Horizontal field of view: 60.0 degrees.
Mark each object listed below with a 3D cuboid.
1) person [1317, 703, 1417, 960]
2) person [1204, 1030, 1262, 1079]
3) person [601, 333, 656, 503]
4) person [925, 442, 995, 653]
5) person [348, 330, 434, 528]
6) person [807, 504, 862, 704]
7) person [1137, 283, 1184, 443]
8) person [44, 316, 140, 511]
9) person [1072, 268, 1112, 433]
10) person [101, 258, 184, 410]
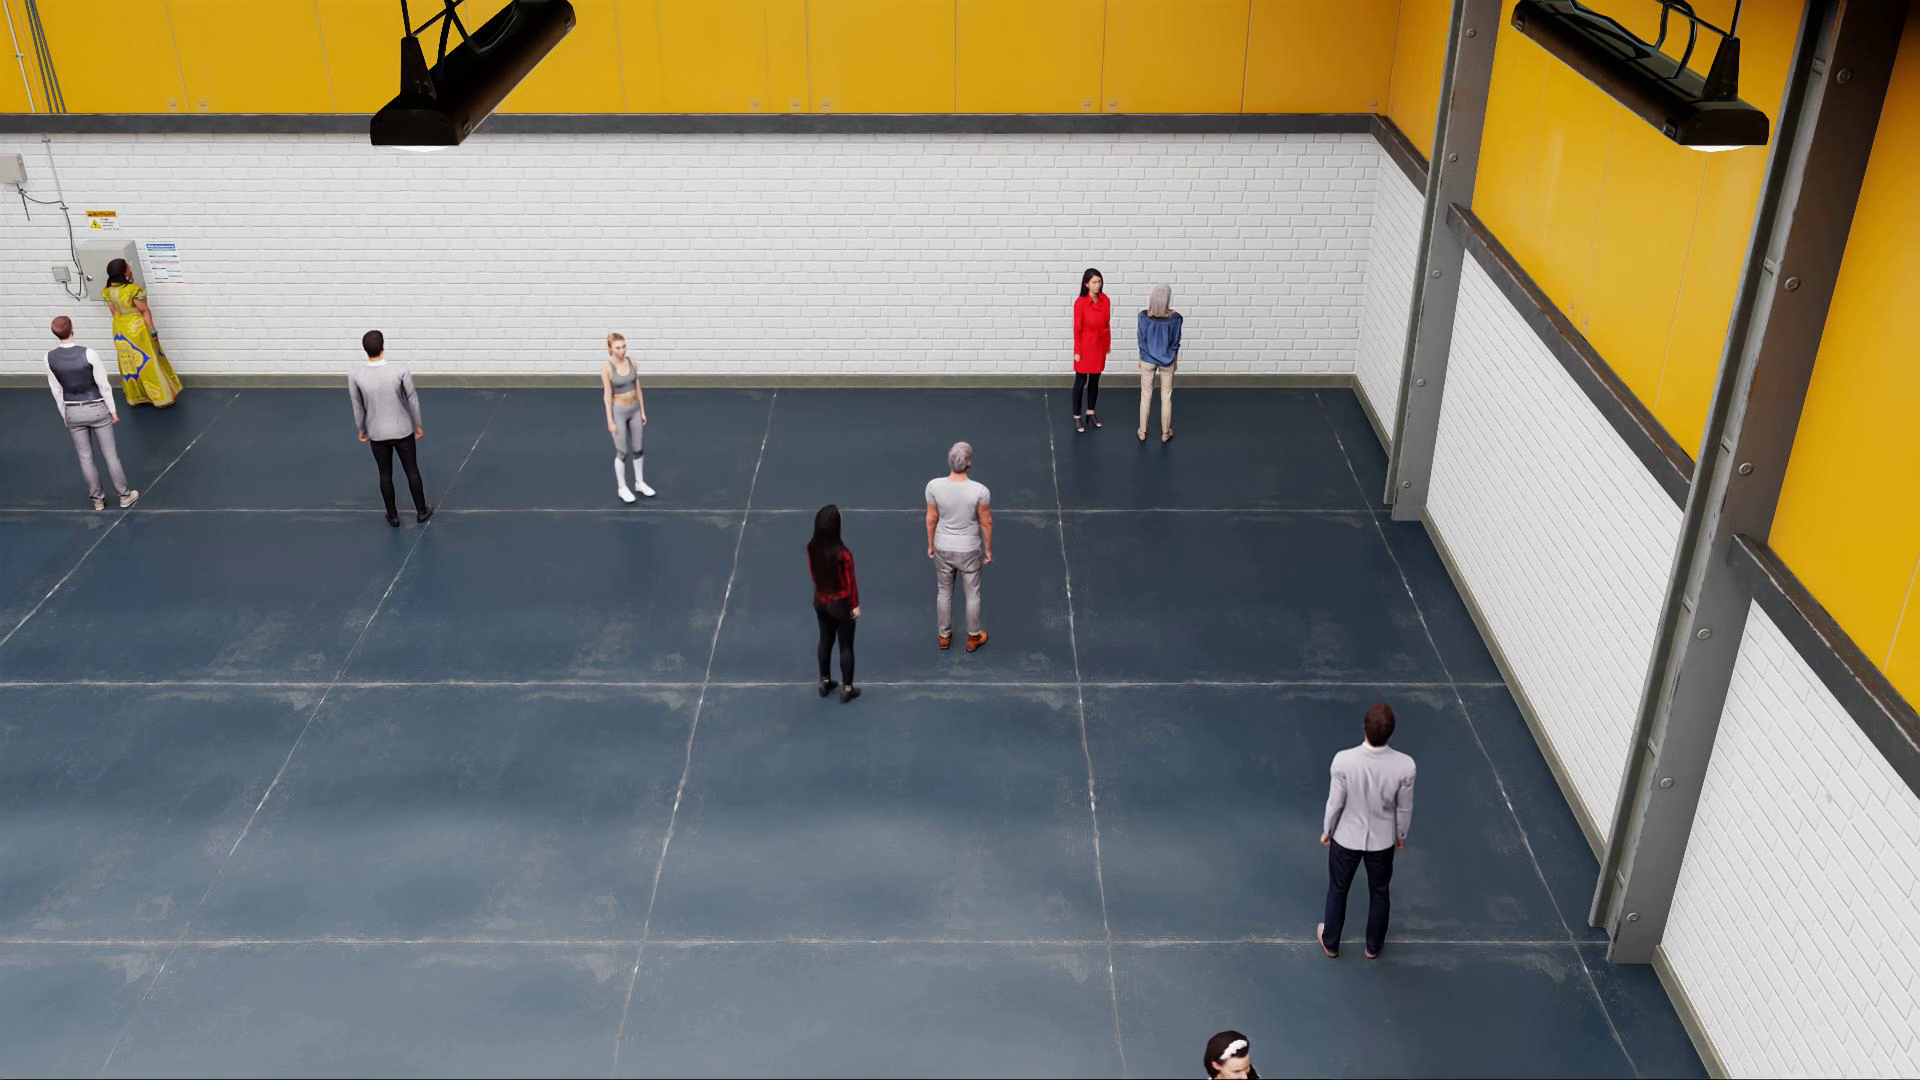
[{"bbox_3d":[2.489,1.800,10.230,0.696,1.853,0.600,3,29,5],"label":"person"},{"bbox_3d":[1.228,3.056,7.965,0.858,1.818,0.912,-22,35,-34],"label":"person"},{"bbox_3d":[-3.201,-1.188,15.867,0.649,1.702,0.708,-25,37,-38],"label":"person"},{"bbox_3d":[-0.015,0.062,13.442,0.740,1.828,0.622,6,29,11],"label":"person"},{"bbox_3d":[-5.260,-1.028,15.342,0.799,1.923,0.722,-7,29,-12],"label":"person"},{"bbox_3d":[-0.997,0.502,12.821,0.662,1.651,0.685,19,34,31],"label":"person"},{"bbox_3d":[2.029,-1.820,17.030,0.641,1.697,0.602,4,29,7],"label":"person"},{"bbox_3d":[-8.217,-1.205,15.650,0.701,1.938,0.639,-6,29,-11],"label":"person"},{"bbox_3d":[1.352,-1.981,17.272,0.729,1.748,0.766,-16,33,-27],"label":"person"},{"bbox_3d":[-8.822,-2.215,17.793,0.939,1.660,0.891,8,30,14],"label":"person"}]
